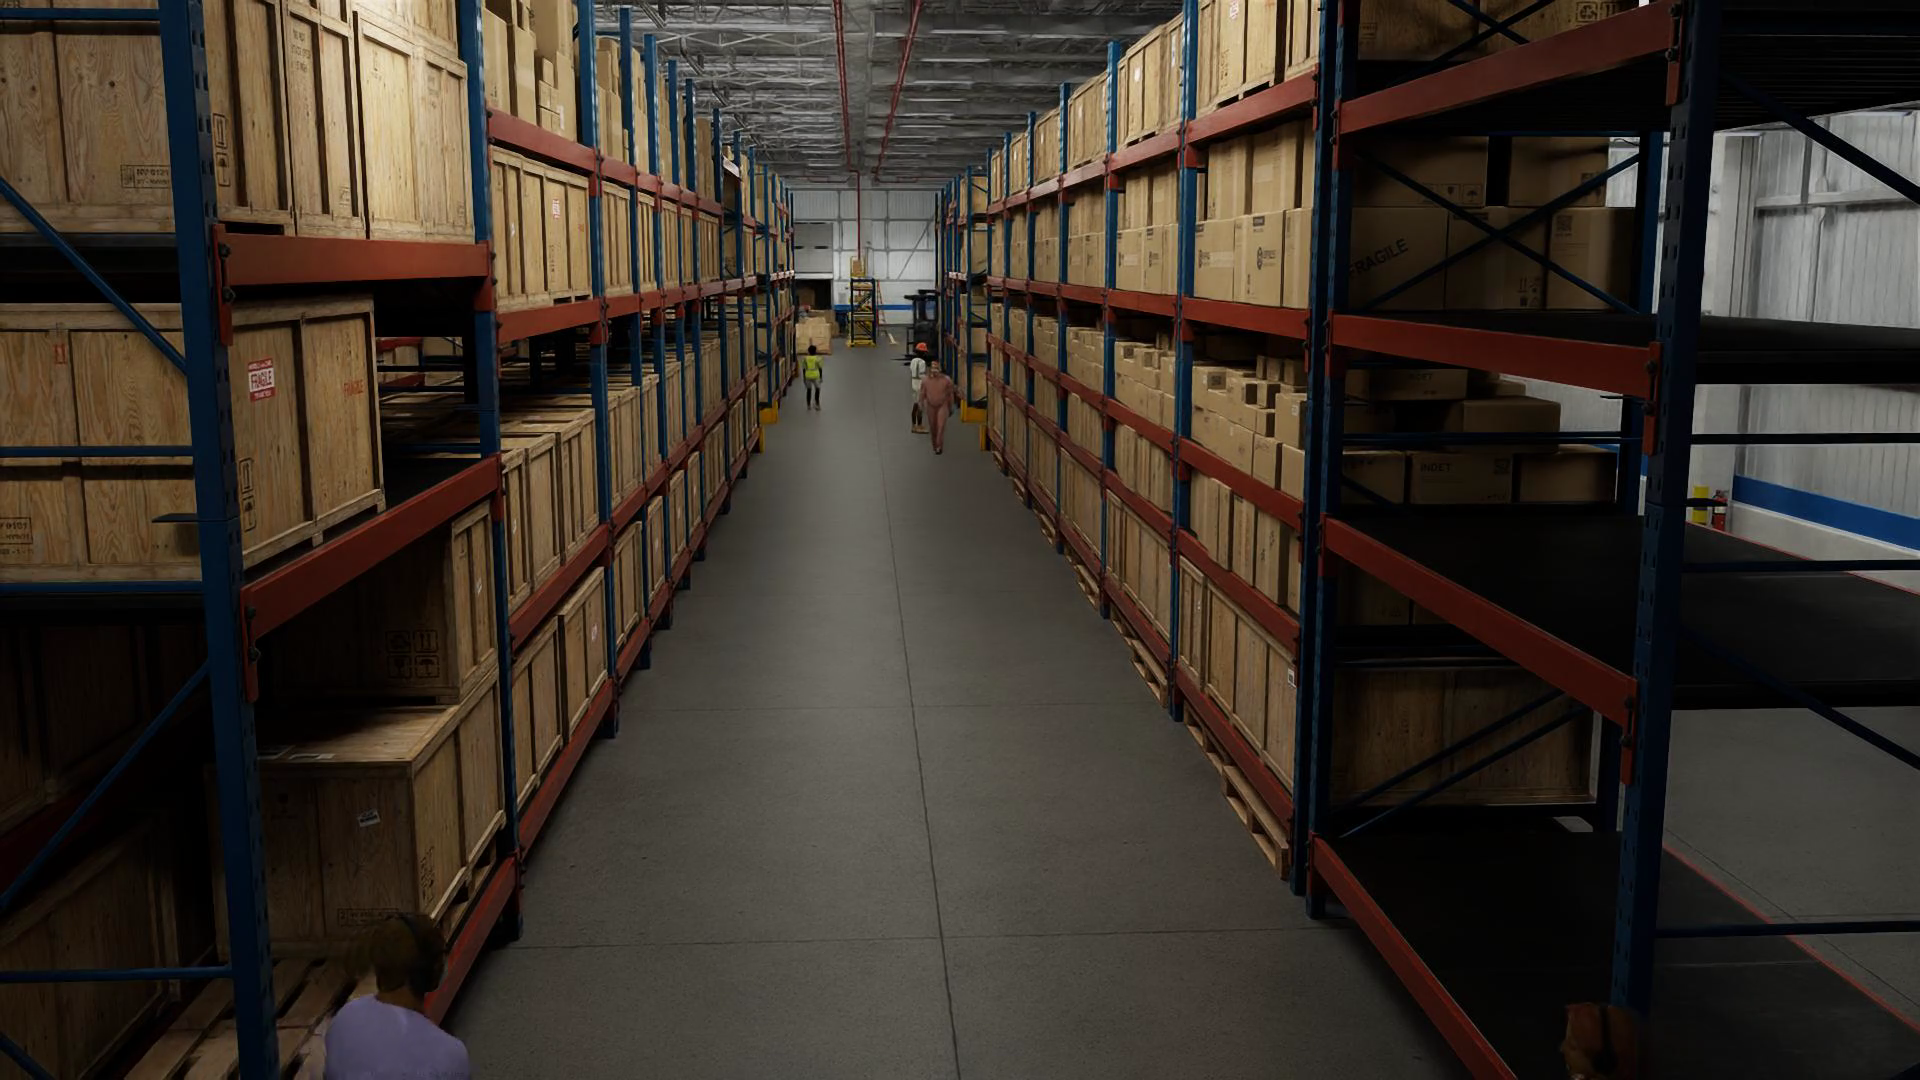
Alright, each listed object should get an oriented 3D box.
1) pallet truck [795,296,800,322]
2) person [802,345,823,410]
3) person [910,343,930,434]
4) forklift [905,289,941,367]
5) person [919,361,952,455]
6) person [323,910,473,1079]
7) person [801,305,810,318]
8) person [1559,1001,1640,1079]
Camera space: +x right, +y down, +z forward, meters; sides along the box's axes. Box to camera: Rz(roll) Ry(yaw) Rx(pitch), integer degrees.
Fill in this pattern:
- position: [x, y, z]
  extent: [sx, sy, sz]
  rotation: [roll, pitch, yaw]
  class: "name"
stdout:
- position: [-8.622, -12.439, 91.403]
  extent: [1.885, 1.965, 0.823]
  rotation: [2, 10, 13]
  class: "pallet truck"
- position: [-3.818, -4.216, 43.177]
  extent: [0.540, 1.695, 0.317]
  rotation: [2, 10, 14]
  class: "person"
- position: [-0.885, -3.401, 37.287]
  extent: [0.392, 2.040, 0.611]
  rotation: [-5, 11, -26]
  class: "person"
- position: [-1.054, -7.828, 61.229]
  extent: [1.129, 2.768, 1.873]
  rotation: [6, 11, 30]
  class: "forklift"
- position: [-0.474, -2.679, 33.512]
  extent: [0.655, 1.875, 0.860]
  rotation: [2, 10, 10]
  class: "person"
- position: [-1.690, 2.063, 5.143]
  extent: [0.637, 1.889, 1.040]
  rotation: [9, 13, 44]
  class: "person"
- position: [-6.852, -9.611, 74.727]
  extent: [0.586, 1.920, 0.419]
  rotation: [-4, 10, -25]
  class: "person"
- position: [2.016, 2.194, 5.163]
  extent: [0.822, 1.605, 0.525]
  rotation: [2, 10, 14]
  class: "person"
